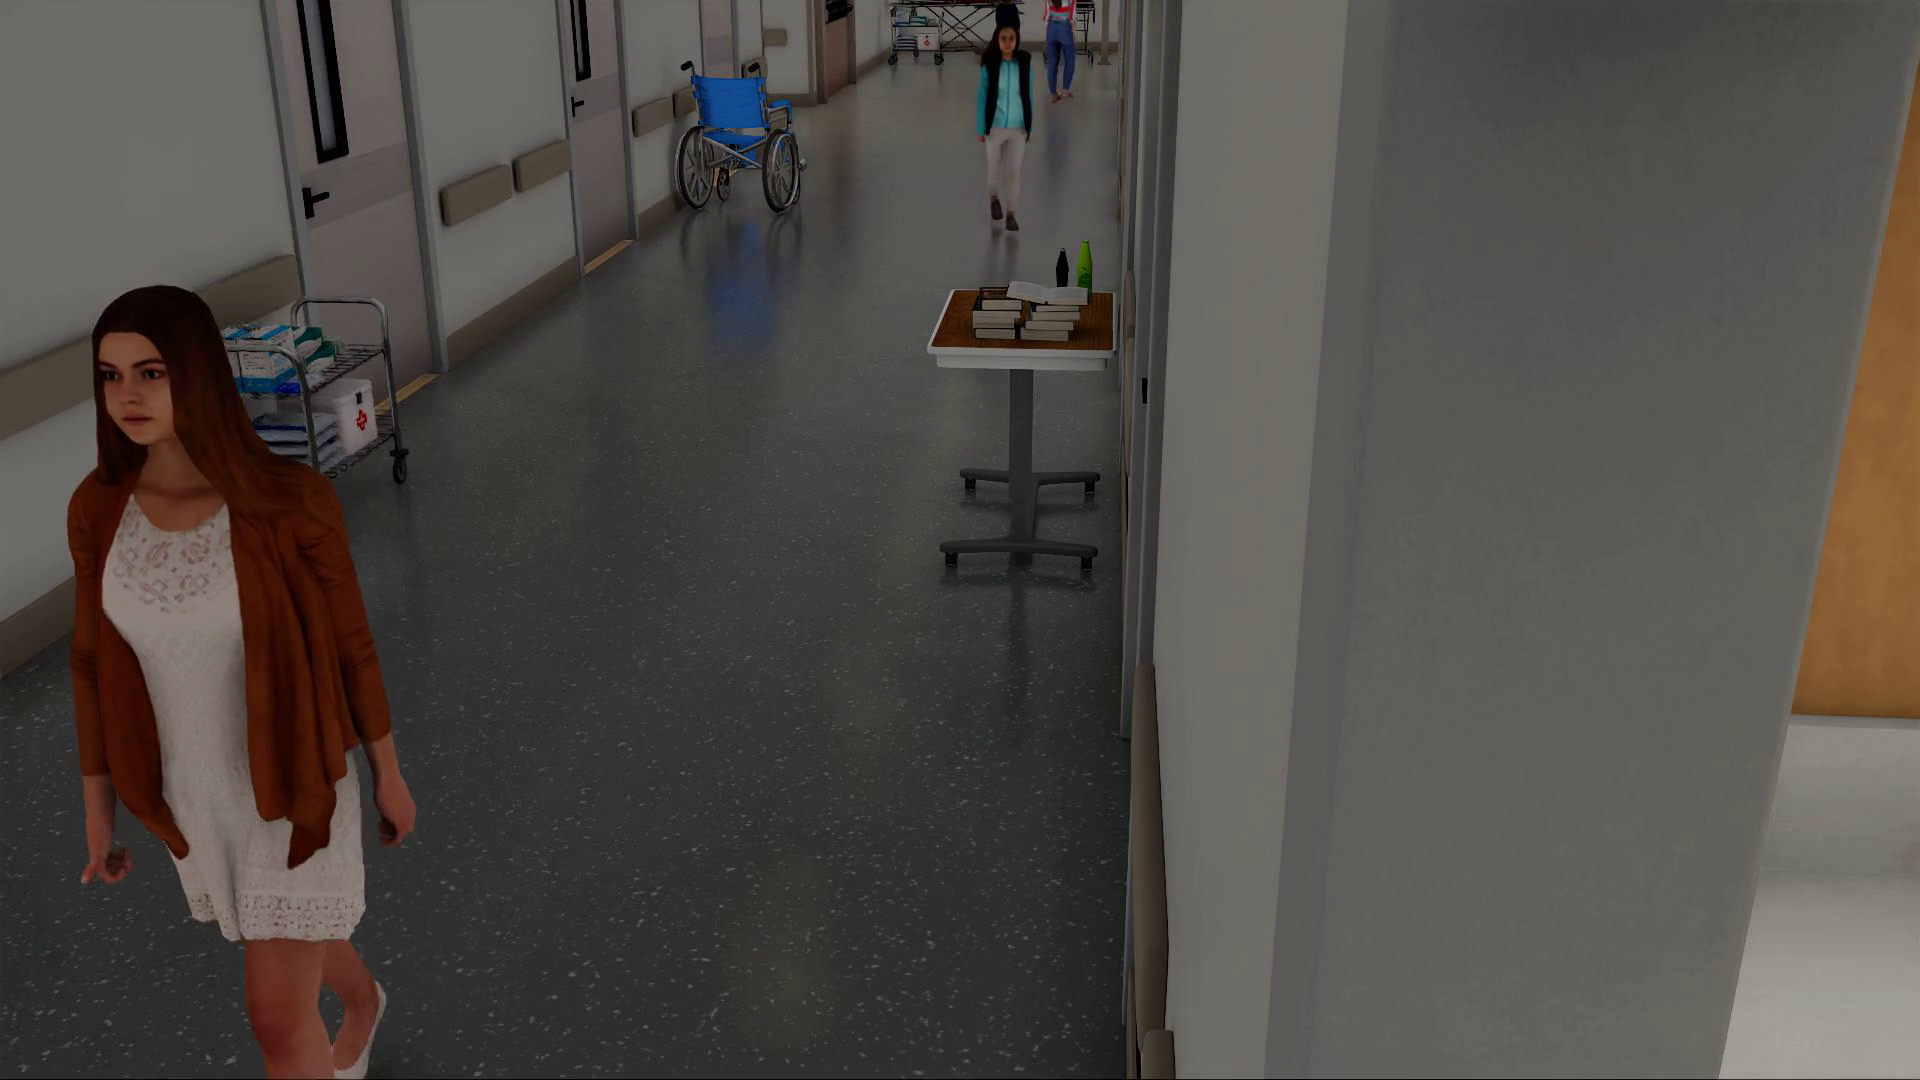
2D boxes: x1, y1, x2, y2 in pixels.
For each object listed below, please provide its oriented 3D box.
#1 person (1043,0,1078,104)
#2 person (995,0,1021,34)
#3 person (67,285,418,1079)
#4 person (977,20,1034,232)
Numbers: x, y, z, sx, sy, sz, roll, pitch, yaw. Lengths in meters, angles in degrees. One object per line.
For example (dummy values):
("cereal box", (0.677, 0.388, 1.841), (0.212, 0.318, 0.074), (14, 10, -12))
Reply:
("person", (1.182, -6.155, 20.280), (0.730, 1.597, 0.770), (10, 23, 25))
("person", (0.677, -7.404, 24.112), (0.560, 1.218, 0.561), (6, 22, 17))
("person", (-1.184, 0.395, 2.869), (0.625, 1.679, 1.100), (2, 21, 4))
("person", (0.322, -3.033, 12.211), (0.709, 1.474, 1.013), (-2, 21, -6))
